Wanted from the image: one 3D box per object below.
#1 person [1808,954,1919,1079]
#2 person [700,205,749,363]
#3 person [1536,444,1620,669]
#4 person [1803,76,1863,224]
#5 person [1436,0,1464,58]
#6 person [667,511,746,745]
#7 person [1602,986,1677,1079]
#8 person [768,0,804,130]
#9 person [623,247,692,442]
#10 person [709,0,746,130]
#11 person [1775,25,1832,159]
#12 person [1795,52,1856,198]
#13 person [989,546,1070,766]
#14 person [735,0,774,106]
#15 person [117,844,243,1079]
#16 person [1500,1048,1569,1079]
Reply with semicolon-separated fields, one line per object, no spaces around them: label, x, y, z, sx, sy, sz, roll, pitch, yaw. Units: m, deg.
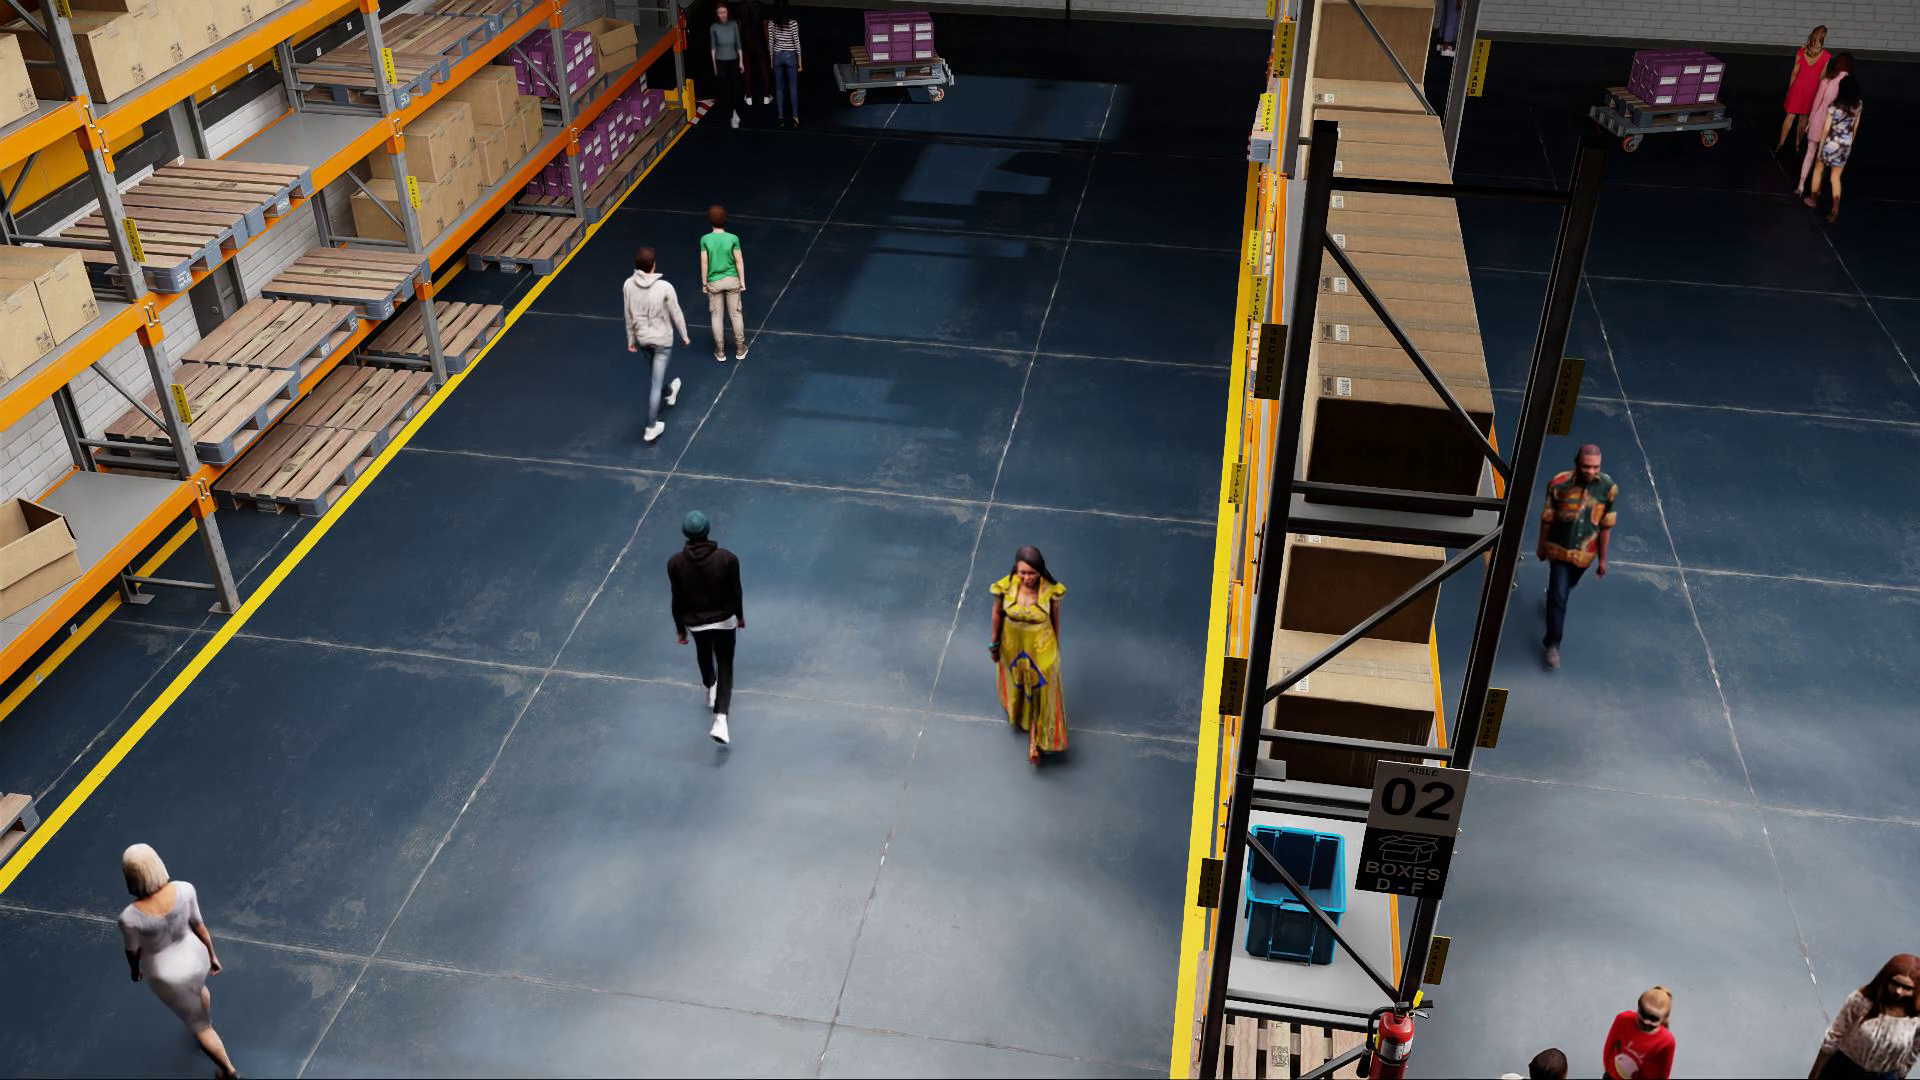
person;4.755;2.779;8.789;0.853;1.702;1.152;19;38;26
person;-2.412;-2.616;16.951;0.658;1.652;0.632;-5;34;-8
person;4.735;0.013;12.887;0.706;1.773;1.187;4;34;6
person;10.559;-4.667;19.995;0.726;1.698;1.122;3;34;5
person;7.571;-8.312;25.481;0.668;1.696;0.494;1;34;1
person;-1.802;0.631;11.940;0.743;1.791;1.177;2;34;3
person;3.662;2.880;9.028;0.648;1.270;0.767;21;39;28
person;-2.384;-6.517;22.690;0.585;1.796;0.469;5;34;8
person;-2.899;-1.806;15.604;0.726;1.794;1.248;7;34;11
person;-3.195;-6.505;22.730;0.709;1.732;0.737;-10;35;-14
person;11.057;-5.880;21.792;0.645;1.728;0.653;19;38;27
person;10.730;-5.131;20.600;0.676;1.801;0.618;15;37;22
person;0.487;0.696;11.989;0.810;1.628;1.075;4;34;5
person;-2.924;-7.068;23.530;0.682;1.784;0.663;-3;34;-5
person;-4.298;2.444;9.277;0.868;1.720;0.939;21;39;29
person;2.855;3.129;8.488;0.652;1.452;0.666;26;42;34
